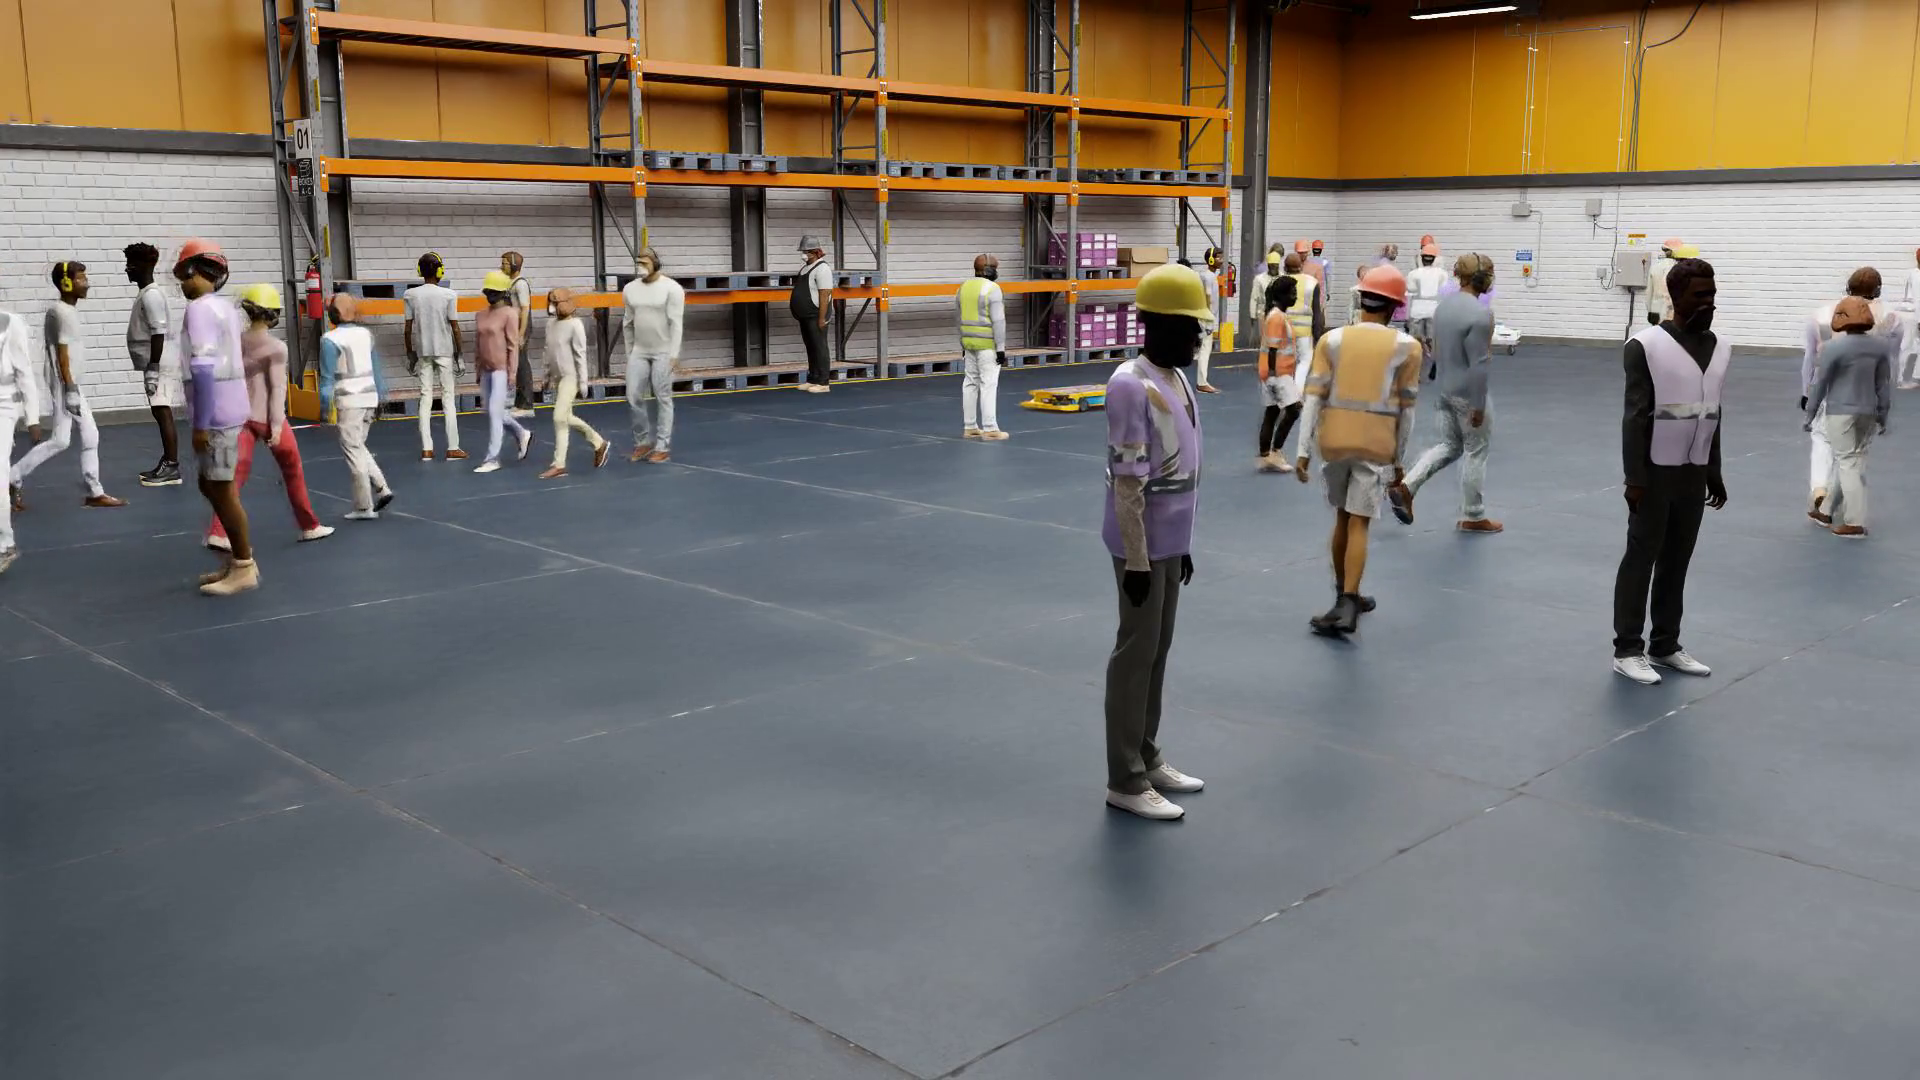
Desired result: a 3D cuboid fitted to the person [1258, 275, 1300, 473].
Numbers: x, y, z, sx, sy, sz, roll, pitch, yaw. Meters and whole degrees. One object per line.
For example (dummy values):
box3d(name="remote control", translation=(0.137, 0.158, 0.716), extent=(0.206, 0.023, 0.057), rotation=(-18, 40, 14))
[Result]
box3d(name="person", translation=(2.751, -1.395, 14.106), extent=(0.457, 1.679, 0.555), rotation=(3, 11, 15))

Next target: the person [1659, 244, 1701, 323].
box3d(name="person", translation=(8.816, -2.649, 20.325), extent=(0.615, 1.911, 0.418), rotation=(-7, 13, -34))

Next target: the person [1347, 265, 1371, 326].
box3d(name="person", translation=(5.679, -3.041, 23.300), extent=(0.511, 1.607, 0.753), rotation=(1, 10, 4))

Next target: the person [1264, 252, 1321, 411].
box3d(name="person", translation=(3.825, -2.389, 19.151), extent=(0.655, 1.829, 0.445), rotation=(3, 11, 16))

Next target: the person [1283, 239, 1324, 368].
box3d(name="person", translation=(5.291, -3.656, 25.699), extent=(0.639, 1.966, 0.784), rotation=(1, 10, 7))

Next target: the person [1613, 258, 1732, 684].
box3d(name="person", translation=(3.252, -0.317, 7.605), extent=(0.587, 1.920, 0.392), rotation=(-5, 12, -26))

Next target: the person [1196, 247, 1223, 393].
box3d(name="person", translation=(3.232, -2.838, 21.489), extent=(0.327, 1.871, 0.514), rotation=(2, 11, 9))

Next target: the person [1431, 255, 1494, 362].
box3d(name="person", translation=(5.065, -1.958, 16.816), extent=(0.564, 1.828, 0.519), rotation=(0, 10, -1))

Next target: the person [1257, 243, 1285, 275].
box3d(name="person", translation=(5.182, -3.869, 27.067), extent=(0.649, 1.875, 1.032), rotation=(9, 14, 40))

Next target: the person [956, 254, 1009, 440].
box3d(name="person", translation=(0.239, -1.913, 16.526), extent=(0.429, 1.840, 0.629), rotation=(-8, 13, -39))

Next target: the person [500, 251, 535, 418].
box3d(name="person", translation=(-4.946, -2.286, 18.544), extent=(0.338, 1.845, 0.514), rotation=(-5, 12, -26))

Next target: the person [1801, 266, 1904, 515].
box3d(name="person", translation=(6.296, -1.033, 11.801), extent=(0.620, 1.816, 0.862), rotation=(6, 12, 31))

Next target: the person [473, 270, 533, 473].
box3d(name="person", translation=(-3.982, -1.470, 14.400), extent=(0.539, 1.735, 0.718), rotation=(7, 13, 35))

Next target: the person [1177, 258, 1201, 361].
box3d(name="person", translation=(3.617, -3.674, 26.591), extent=(0.532, 1.665, 0.793), rotation=(9, 14, 40))

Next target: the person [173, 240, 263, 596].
box3d(name="person", translation=(-4.175, -0.670, 9.367), extent=(0.375, 1.996, 0.649), rotation=(-3, 11, -17))

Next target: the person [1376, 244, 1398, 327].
box3d(name="person", translation=(7.451, -4.270, 29.288), extent=(0.471, 1.882, 0.669), rotation=(3, 11, 14))

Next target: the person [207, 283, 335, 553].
box3d(name="person", translation=(-4.510, -0.785, 10.705), extent=(0.527, 1.720, 0.920), rotation=(4, 11, 20))

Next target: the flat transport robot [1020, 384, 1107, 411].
box3d(name="flat transport robot", translation=(1.443, -1.678, 19.522), extent=(1.431, 0.197, 0.652), rotation=(-10, 14, -42))

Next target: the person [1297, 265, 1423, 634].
box3d(name="person", translation=(2.031, -0.463, 8.545), extent=(0.553, 1.884, 0.829), rotation=(6, 12, 29))

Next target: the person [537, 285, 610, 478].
box3d(name="person", translation=(-3.276, -1.348, 14.066), extent=(0.697, 1.606, 0.518), rotation=(-10, 14, -43))

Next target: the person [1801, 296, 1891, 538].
box3d(name="person", translation=(5.963, -0.846, 11.300), extent=(0.512, 1.601, 0.762), rotation=(-2, 11, -10))

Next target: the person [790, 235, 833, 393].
box3d(name="person", translation=(-1.934, -2.934, 21.544), extent=(0.535, 2.000, 0.682), rotation=(-5, 11, -24))

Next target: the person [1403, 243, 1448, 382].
box3d(name="person", translation=(6.392, -3.096, 22.792), extent=(0.564, 1.915, 0.605), rotation=(0, 10, -1))

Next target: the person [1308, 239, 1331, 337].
box3d(name="person", translation=(6.773, -4.734, 31.637), extent=(0.542, 1.939, 0.362), rotation=(2, 11, 13))

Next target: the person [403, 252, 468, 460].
box3d(name="person", translation=(-4.729, -1.647, 14.991), extent=(0.536, 1.869, 0.314), rotation=(0, 10, 1))

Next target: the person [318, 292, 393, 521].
box3d(name="person", translation=(-4.316, -0.941, 11.823), extent=(0.384, 1.624, 0.524), rotation=(3, 11, 15))

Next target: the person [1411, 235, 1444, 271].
box3d(name="person", translation=(8.734, -4.692, 31.169), extent=(0.611, 2.032, 0.411), rotation=(4, 11, 23))

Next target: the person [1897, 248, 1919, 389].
box3d(name="person", translation=(12.639, -2.899, 21.850), extent=(0.668, 1.862, 0.580), rotation=(8, 13, 38))

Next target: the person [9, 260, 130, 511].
box3d(name="person", translation=(-6.654, -1.116, 12.182), extent=(0.799, 1.849, 0.529), rotation=(-3, 11, -18))

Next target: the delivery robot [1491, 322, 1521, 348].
box3d(name="delivery robot", translation=(9.150, -3.466, 28.243), extent=(0.707, 0.478, 0.477), rotation=(5, 11, 23))

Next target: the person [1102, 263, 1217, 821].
box3d(name="person", translation=(0.696, 0.001, 5.854), extent=(0.371, 1.926, 0.584), rotation=(4, 11, 22))

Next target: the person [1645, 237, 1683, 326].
box3d(name="person", translation=(9.770, -3.169, 22.965), extent=(0.392, 1.990, 0.612), rotation=(-6, 12, -30))

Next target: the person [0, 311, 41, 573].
box3d(name="person", translation=(-5.917, -0.719, 9.966), extent=(0.607, 1.853, 0.802), rotation=(-1, 10, -3))

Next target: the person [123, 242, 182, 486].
box3d(name="person", translation=(-6.560, -1.426, 13.522), extent=(0.368, 1.966, 0.603), rotation=(-5, 11, -25))

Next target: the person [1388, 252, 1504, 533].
box3d(name="person", translation=(3.334, -0.978, 11.223), extent=(0.722, 1.917, 0.637), rotation=(-2, 11, -13))

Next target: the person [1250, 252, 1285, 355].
box3d(name="person", translation=(4.580, -3.350, 24.529), extent=(0.616, 1.786, 0.940), rotation=(1, 10, 6))

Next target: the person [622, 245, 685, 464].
box3d(name="person", translation=(-2.730, -1.636, 14.764), extent=(0.651, 1.930, 0.454), rotation=(4, 11, 19))
